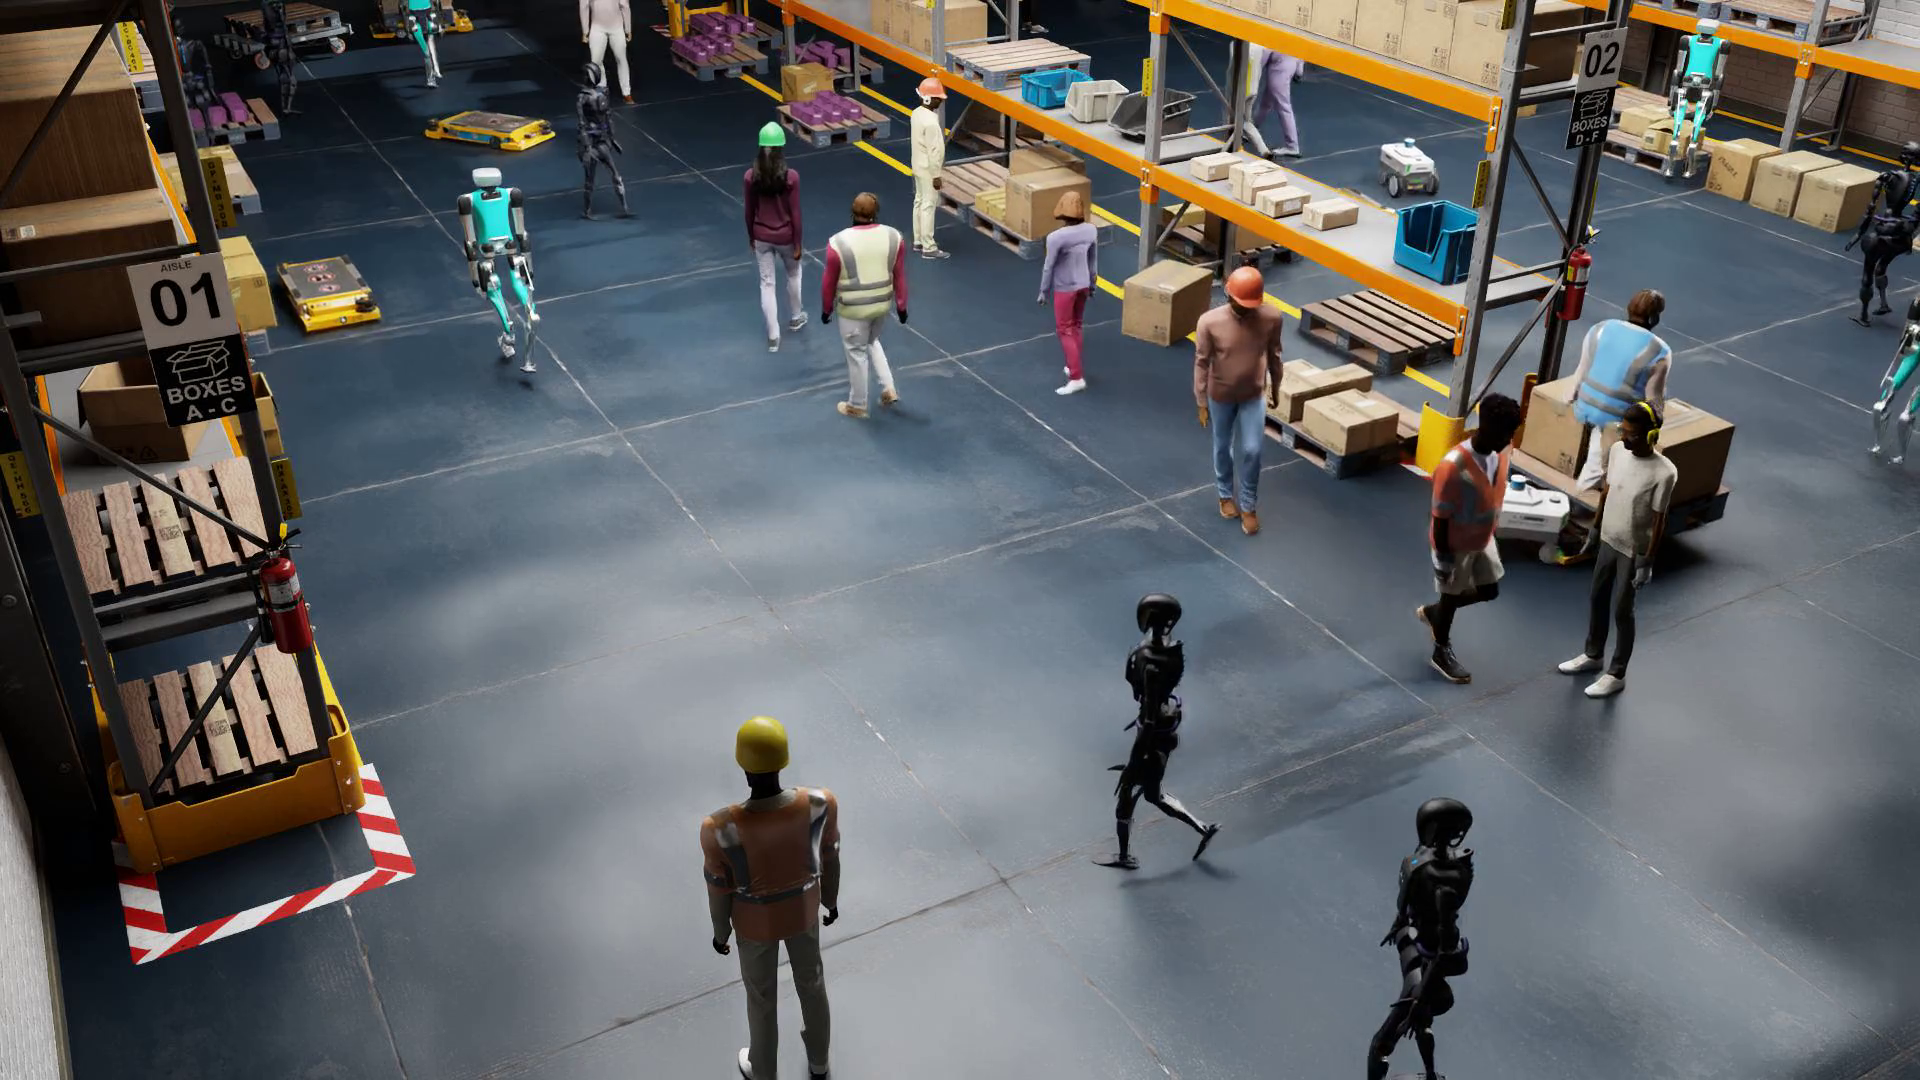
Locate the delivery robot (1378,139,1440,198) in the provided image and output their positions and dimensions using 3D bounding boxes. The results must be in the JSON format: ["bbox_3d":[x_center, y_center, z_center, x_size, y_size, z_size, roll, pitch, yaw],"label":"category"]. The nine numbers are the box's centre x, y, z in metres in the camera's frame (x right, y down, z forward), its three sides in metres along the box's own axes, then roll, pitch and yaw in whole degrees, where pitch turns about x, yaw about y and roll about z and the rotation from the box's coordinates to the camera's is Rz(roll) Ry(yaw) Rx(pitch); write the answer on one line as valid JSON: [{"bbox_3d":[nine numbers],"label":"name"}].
[{"bbox_3d":[4.897,-4.096,18.240,0.499,0.583,0.774,-6,30,-10],"label":"delivery robot"}]

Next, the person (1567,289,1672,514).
[{"bbox_3d":[4.456,-0.833,11.352,0.828,1.790,0.644,-17,34,-27],"label":"person"}]

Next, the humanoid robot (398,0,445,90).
[{"bbox_3d":[-7.006,-6.741,21.688,0.562,1.724,1.047,-8,31,-14],"label":"humanoid robot"}]

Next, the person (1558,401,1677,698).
[{"bbox_3d":[3.868,0.048,9.740,0.342,1.856,0.523,-12,32,-19],"label":"person"}]

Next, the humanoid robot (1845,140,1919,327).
[{"bbox_3d":[8.194,-2.709,14.718,0.609,1.647,0.344,-4,30,-7],"label":"humanoid robot"}]

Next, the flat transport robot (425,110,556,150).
[{"bbox_3d":[-5.648,-4.925,19.982,1.431,0.231,0.659,13,32,22],"label":"flat transport robot"}]

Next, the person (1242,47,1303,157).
[{"bbox_3d":[3.598,-5.423,19.265,1.027,1.849,0.667,18,35,29],"label":"person"}]

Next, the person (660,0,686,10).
[{"bbox_3d":[-4.561,-9.181,25.899,0.563,1.752,0.337,-8,31,-13],"label":"person"}]

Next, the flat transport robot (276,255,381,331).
[{"bbox_3d":[-5.876,-2.305,15.422,0.659,0.231,1.431,-16,33,-25],"label":"flat transport robot"}]

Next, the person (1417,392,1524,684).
[{"bbox_3d":[2.977,-0.016,9.762,0.655,1.936,0.530,-19,35,-30],"label":"person"}]

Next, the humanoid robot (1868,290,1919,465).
[{"bbox_3d":[7.107,-1.345,12.312,0.639,1.836,0.531,-17,34,-26],"label":"humanoid robot"}]

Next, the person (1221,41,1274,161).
[{"bbox_3d":[3.167,-4.991,18.490,0.578,1.876,0.710,-26,39,-37],"label":"person"}]

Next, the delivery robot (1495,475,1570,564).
[{"bbox_3d":[3.768,-0.169,11.405,0.764,0.582,0.499,7,31,12],"label":"delivery robot"}]

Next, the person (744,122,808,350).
[{"bbox_3d":[-1.584,-2.664,14.385,0.514,1.919,0.859,2,30,4],"label":"person"}]

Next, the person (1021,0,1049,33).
[{"bbox_3d":[1.081,-8.405,24.544,0.420,1.759,0.756,-14,33,-23],"label":"person"}]

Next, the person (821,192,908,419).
[{"bbox_3d":[-0.760,-1.818,13.020,0.603,1.822,0.479,-22,36,-33],"label":"person"}]

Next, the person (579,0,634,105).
[{"bbox_3d":[-4.458,-6.442,20.973,0.635,1.921,0.416,0,30,0],"label":"person"}]

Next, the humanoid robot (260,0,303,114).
[{"bbox_3d":[-8.511,-6.139,20.698,0.619,1.640,0.398,24,38,35],"label":"humanoid robot"}]

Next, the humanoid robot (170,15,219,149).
[{"bbox_3d":[-8.753,-5.090,18.878,0.591,1.636,0.638,-16,33,-25],"label":"humanoid robot"}]

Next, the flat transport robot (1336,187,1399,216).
[{"bbox_3d":[4.050,-3.353,17.246,0.659,0.231,1.431,-9,31,-16],"label":"flat transport robot"}]

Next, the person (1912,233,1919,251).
[{"bbox_3d":[9.797,-3.701,16.361,0.610,1.755,0.420,-3,30,-6],"label":"person"}]

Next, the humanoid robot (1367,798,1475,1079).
[{"bbox_3d":[1.891,1.741,6.968,0.564,1.643,0.603,0,30,1],"label":"humanoid robot"}]

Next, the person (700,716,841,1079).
[{"bbox_3d":[-0.784,1.559,7.032,0.586,1.927,0.361,-13,32,-21],"label":"person"}]

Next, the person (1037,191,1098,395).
[{"bbox_3d":[0.943,-2.016,13.578,0.557,1.606,0.506,-22,36,-33],"label":"person"}]

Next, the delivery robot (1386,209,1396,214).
[{"bbox_3d":[4.165,-2.925,16.196,0.499,0.577,0.769,-10,31,-17],"label":"delivery robot"}]

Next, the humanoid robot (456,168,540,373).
[{"bbox_3d":[-3.708,-2.125,13.659,0.530,1.728,1.064,-15,33,-25],"label":"humanoid robot"}]

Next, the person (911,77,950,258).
[{"bbox_3d":[-0.295,-3.639,16.258,0.336,1.746,0.562,-8,31,-14],"label":"person"}]

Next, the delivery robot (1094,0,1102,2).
[{"bbox_3d":[2.277,-9.001,26.797,0.772,0.600,0.521,-16,34,-26],"label":"delivery robot"}]

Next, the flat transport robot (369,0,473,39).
[{"bbox_3d":[-8.041,-7.684,24.787,1.431,0.231,0.659,-11,32,-19],"label":"flat transport robot"}]

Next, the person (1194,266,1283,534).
[{"bbox_3d":[1.909,-0.967,11.407,0.629,1.945,0.700,0,30,0],"label":"person"}]

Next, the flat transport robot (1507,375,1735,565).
[{"bbox_3d":[4.545,-0.199,11.756,1.431,0.231,0.659,-16,33,-25],"label":"flat transport robot"}]

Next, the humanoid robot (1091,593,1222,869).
[{"bbox_3d":[1.014,0.991,8.295,0.647,1.637,0.600,6,30,10],"label":"humanoid robot"}]

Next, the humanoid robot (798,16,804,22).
[{"bbox_3d":[-2.420,-8.741,25.232,0.816,1.825,0.537,26,39,37],"label":"humanoid robot"}]

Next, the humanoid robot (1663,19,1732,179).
[{"bbox_3d":[7.942,-4.745,18.061,0.533,1.677,0.735,14,33,23],"label":"humanoid robot"}]

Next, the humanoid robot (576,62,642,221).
[{"bbox_3d":[-3.701,-4.087,17.126,0.650,1.634,0.602,13,32,21],"label":"humanoid robot"}]
